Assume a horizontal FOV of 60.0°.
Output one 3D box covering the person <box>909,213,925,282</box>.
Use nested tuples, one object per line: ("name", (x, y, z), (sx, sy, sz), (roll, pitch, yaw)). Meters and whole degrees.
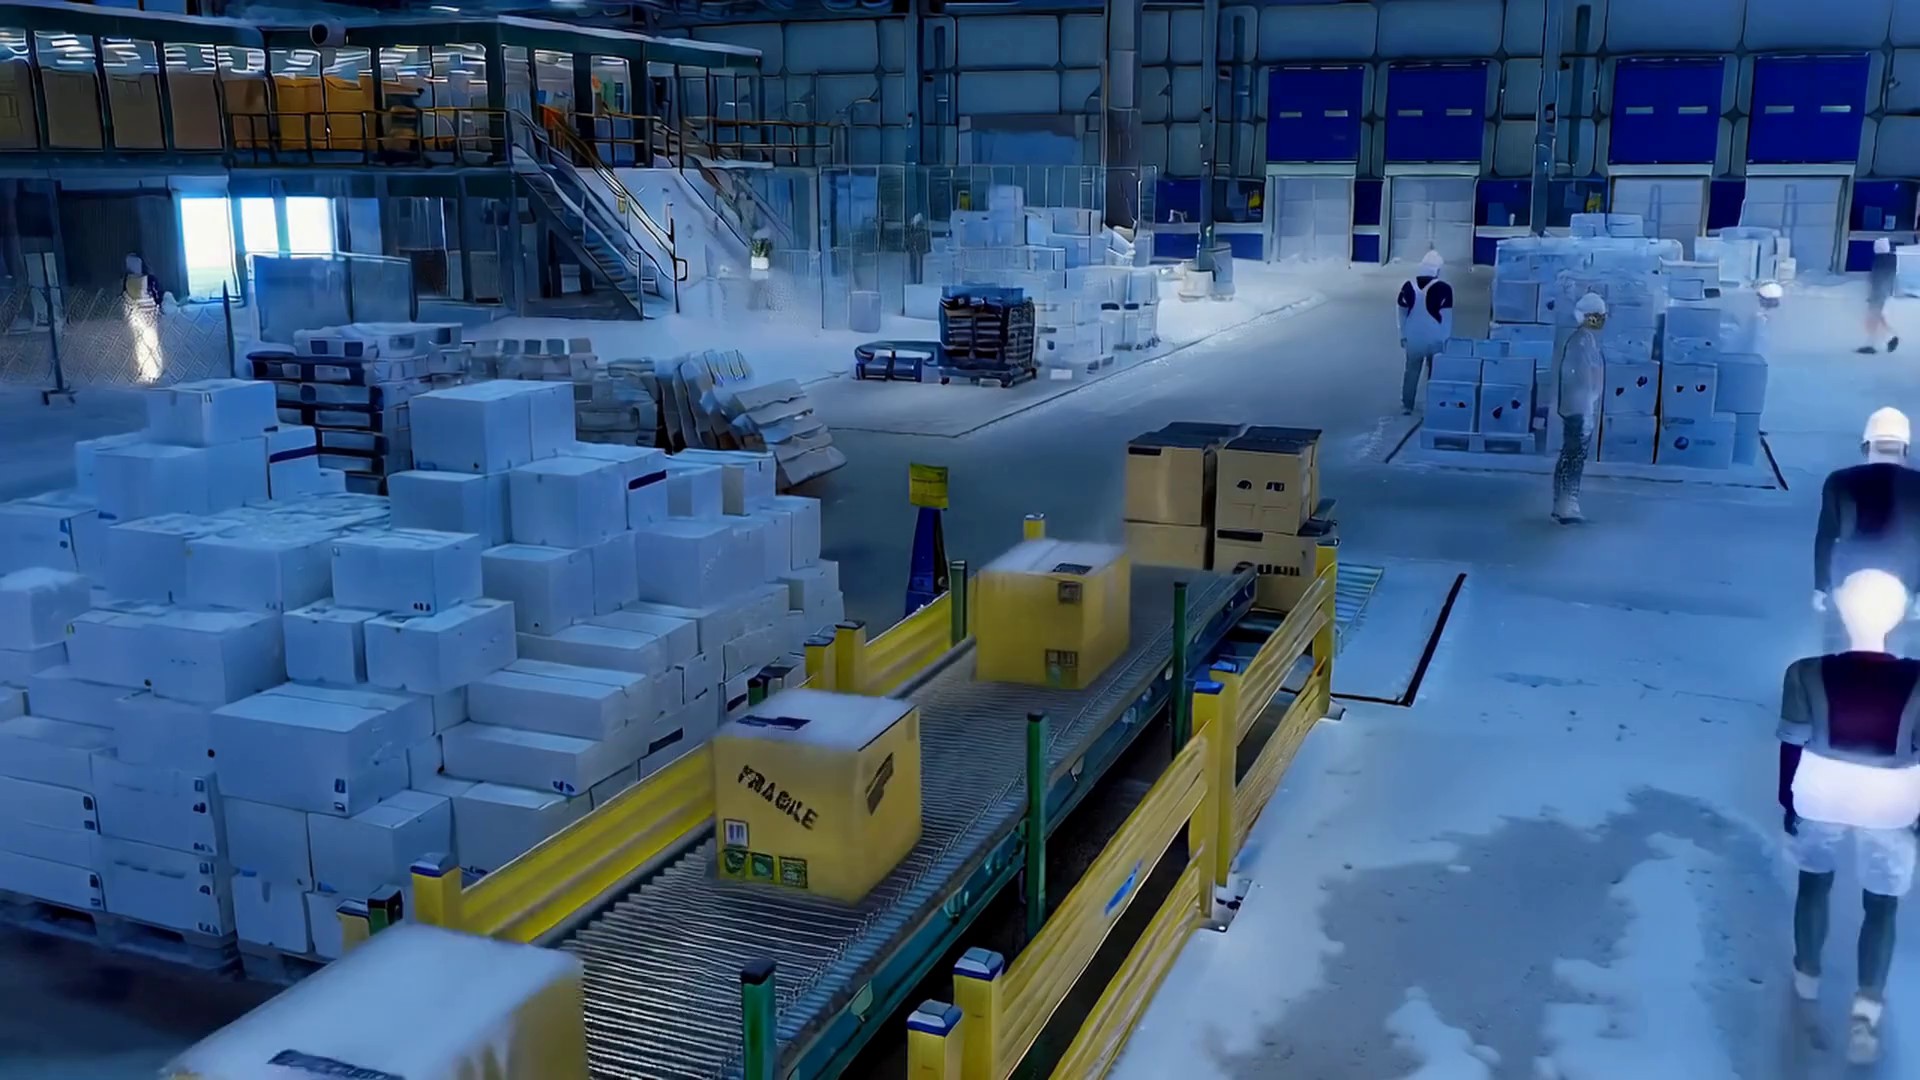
("person", (-1.169, -7.912, 45.029), (0.429, 1.839, 0.633), (1, 13, 6))

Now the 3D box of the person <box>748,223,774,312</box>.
("person", (-4.277, -5.886, 35.850), (0.564, 1.892, 1.006), (4, 13, 17))

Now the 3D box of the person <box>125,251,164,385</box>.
("person", (-11.525, -3.126, 23.454), (0.572, 1.887, 0.356), (4, 13, 18))

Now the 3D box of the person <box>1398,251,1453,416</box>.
("person", (5.753, -2.528, 20.424), (0.688, 2.000, 0.536), (11, 17, 41))

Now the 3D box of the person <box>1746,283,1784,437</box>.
("person", (9.035, -2.034, 18.842), (0.417, 1.751, 0.550), (7, 15, 30))

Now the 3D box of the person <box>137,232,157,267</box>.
("person", (-20.094, -7.060, 41.163), (0.641, 1.863, 0.977), (-1, 13, -3))

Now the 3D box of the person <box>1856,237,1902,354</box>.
("person", (15.157, -4.000, 27.312), (0.634, 1.926, 0.524), (-11, 17, -40))

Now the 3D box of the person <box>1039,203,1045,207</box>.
("person", (2.658, -9.917, 53.772), (0.602, 1.951, 0.386), (0, 13, 2))

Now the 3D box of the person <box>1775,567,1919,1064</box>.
("person", (3.078, 0.927, 5.730), (0.532, 1.677, 0.733), (7, 14, 27))

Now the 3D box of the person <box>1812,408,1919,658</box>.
("person", (4.832, 0.197, 8.796), (0.614, 1.777, 0.942), (4, 13, 19))

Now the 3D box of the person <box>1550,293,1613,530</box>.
("person", (5.254, -1.090, 14.078), (0.382, 1.993, 0.622), (1, 13, 6))
